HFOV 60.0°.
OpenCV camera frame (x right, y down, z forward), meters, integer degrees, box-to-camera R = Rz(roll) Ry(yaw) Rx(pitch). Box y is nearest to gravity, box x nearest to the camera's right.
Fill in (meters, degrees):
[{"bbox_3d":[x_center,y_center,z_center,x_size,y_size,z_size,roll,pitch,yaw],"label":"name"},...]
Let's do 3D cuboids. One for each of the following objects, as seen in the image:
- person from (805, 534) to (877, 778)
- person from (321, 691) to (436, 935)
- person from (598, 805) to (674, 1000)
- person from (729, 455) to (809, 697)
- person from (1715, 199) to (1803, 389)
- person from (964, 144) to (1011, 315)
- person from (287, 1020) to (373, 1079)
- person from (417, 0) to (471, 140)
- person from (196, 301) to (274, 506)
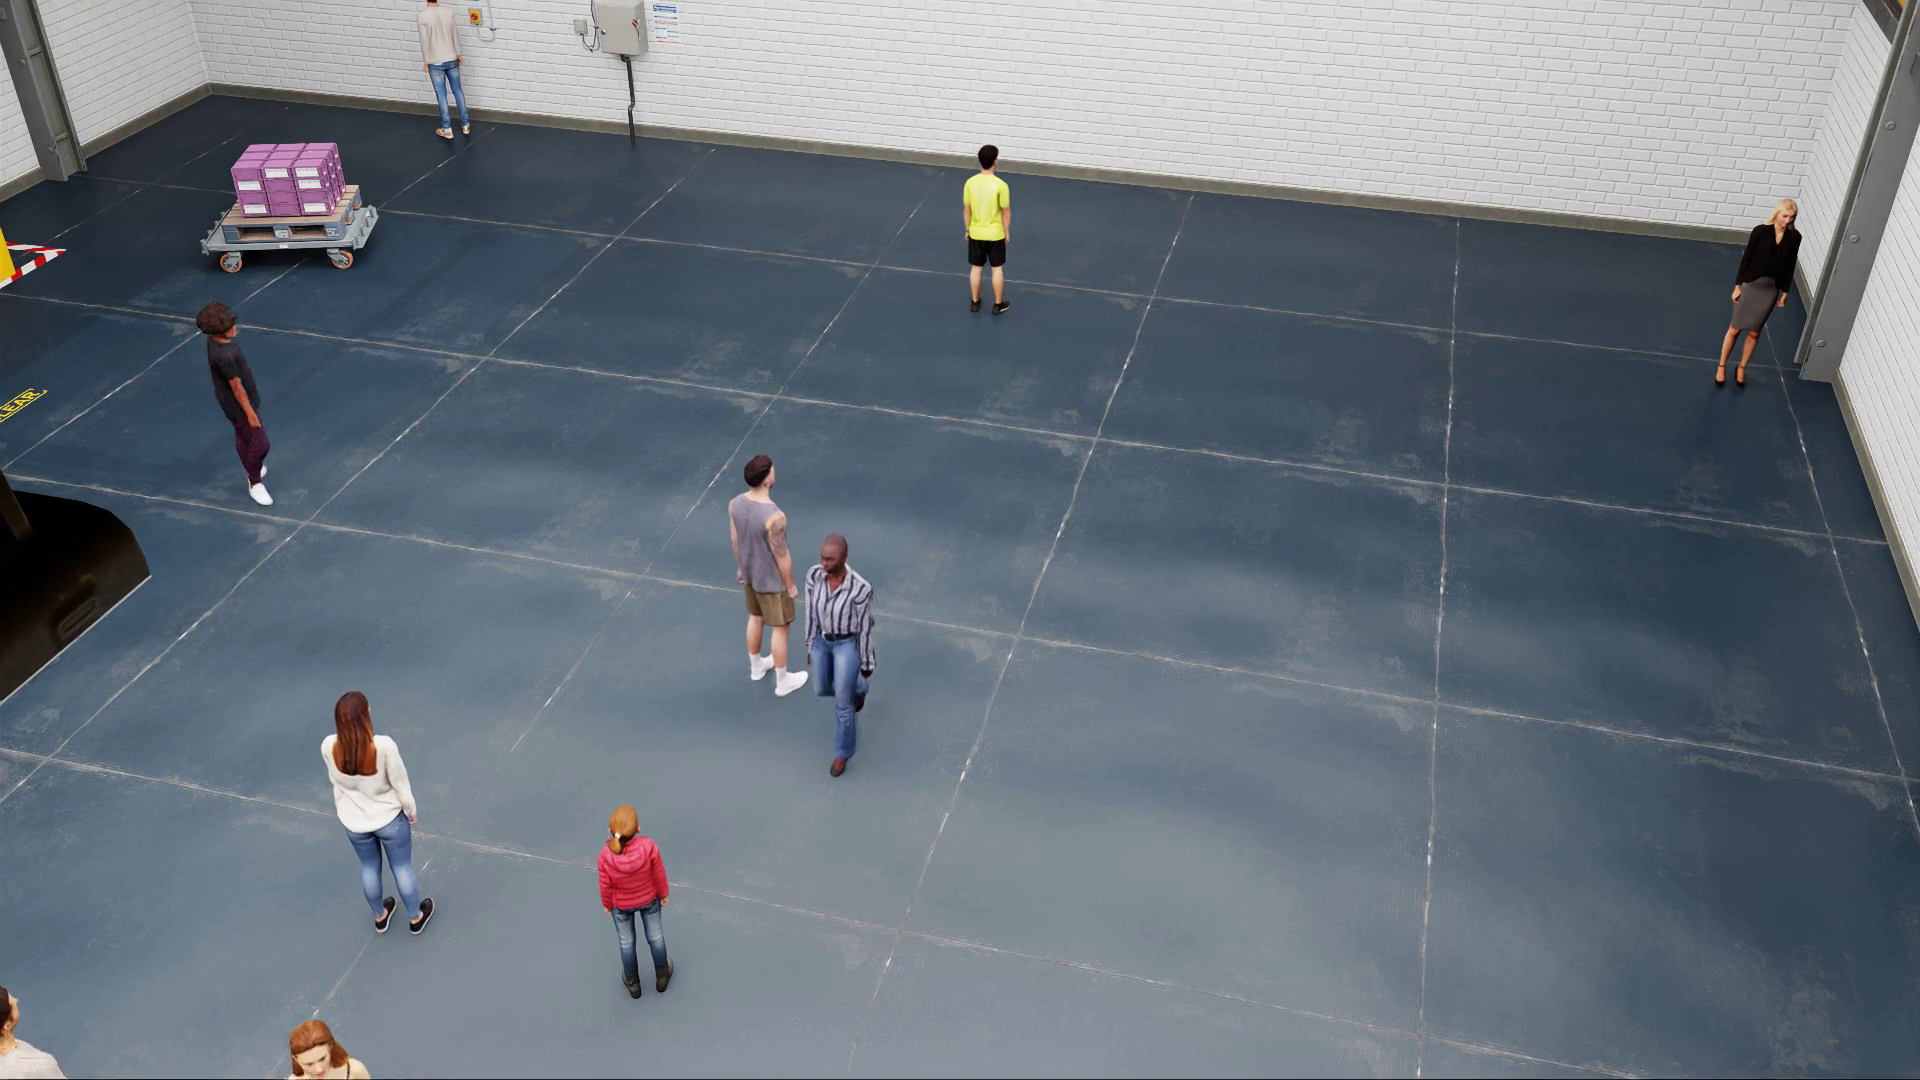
[{"bbox_3d":[-0.742,0.664,10.715,0.738,1.771,0.947,15,36,21],"label":"person"},{"bbox_3d":[-3.315,1.562,9.435,0.668,1.692,0.642,0,34,0],"label":"person"},{"bbox_3d":[-1.785,1.983,9.140,0.595,1.317,0.621,-8,34,-12],"label":"person"},{"bbox_3d":[-1.331,0.228,11.321,0.705,1.842,0.700,24,41,32],"label":"person"},{"bbox_3d":[7.189,-2.220,14.993,0.619,1.838,0.544,7,34,11],"label":"person"},{"bbox_3d":[0.268,-3.047,16.356,0.623,1.708,0.542,10,35,15],"label":"person"},{"bbox_3d":[-2.880,2.764,7.697,0.730,1.616,0.794,-20,38,-27],"label":"person"},{"bbox_3d":[-6.376,-5.928,20.512,0.727,1.905,0.815,-23,40,-30],"label":"person"},{"bbox_3d":[-5.862,-1.157,13.464,0.878,1.761,0.826,-27,42,-34],"label":"person"}]
